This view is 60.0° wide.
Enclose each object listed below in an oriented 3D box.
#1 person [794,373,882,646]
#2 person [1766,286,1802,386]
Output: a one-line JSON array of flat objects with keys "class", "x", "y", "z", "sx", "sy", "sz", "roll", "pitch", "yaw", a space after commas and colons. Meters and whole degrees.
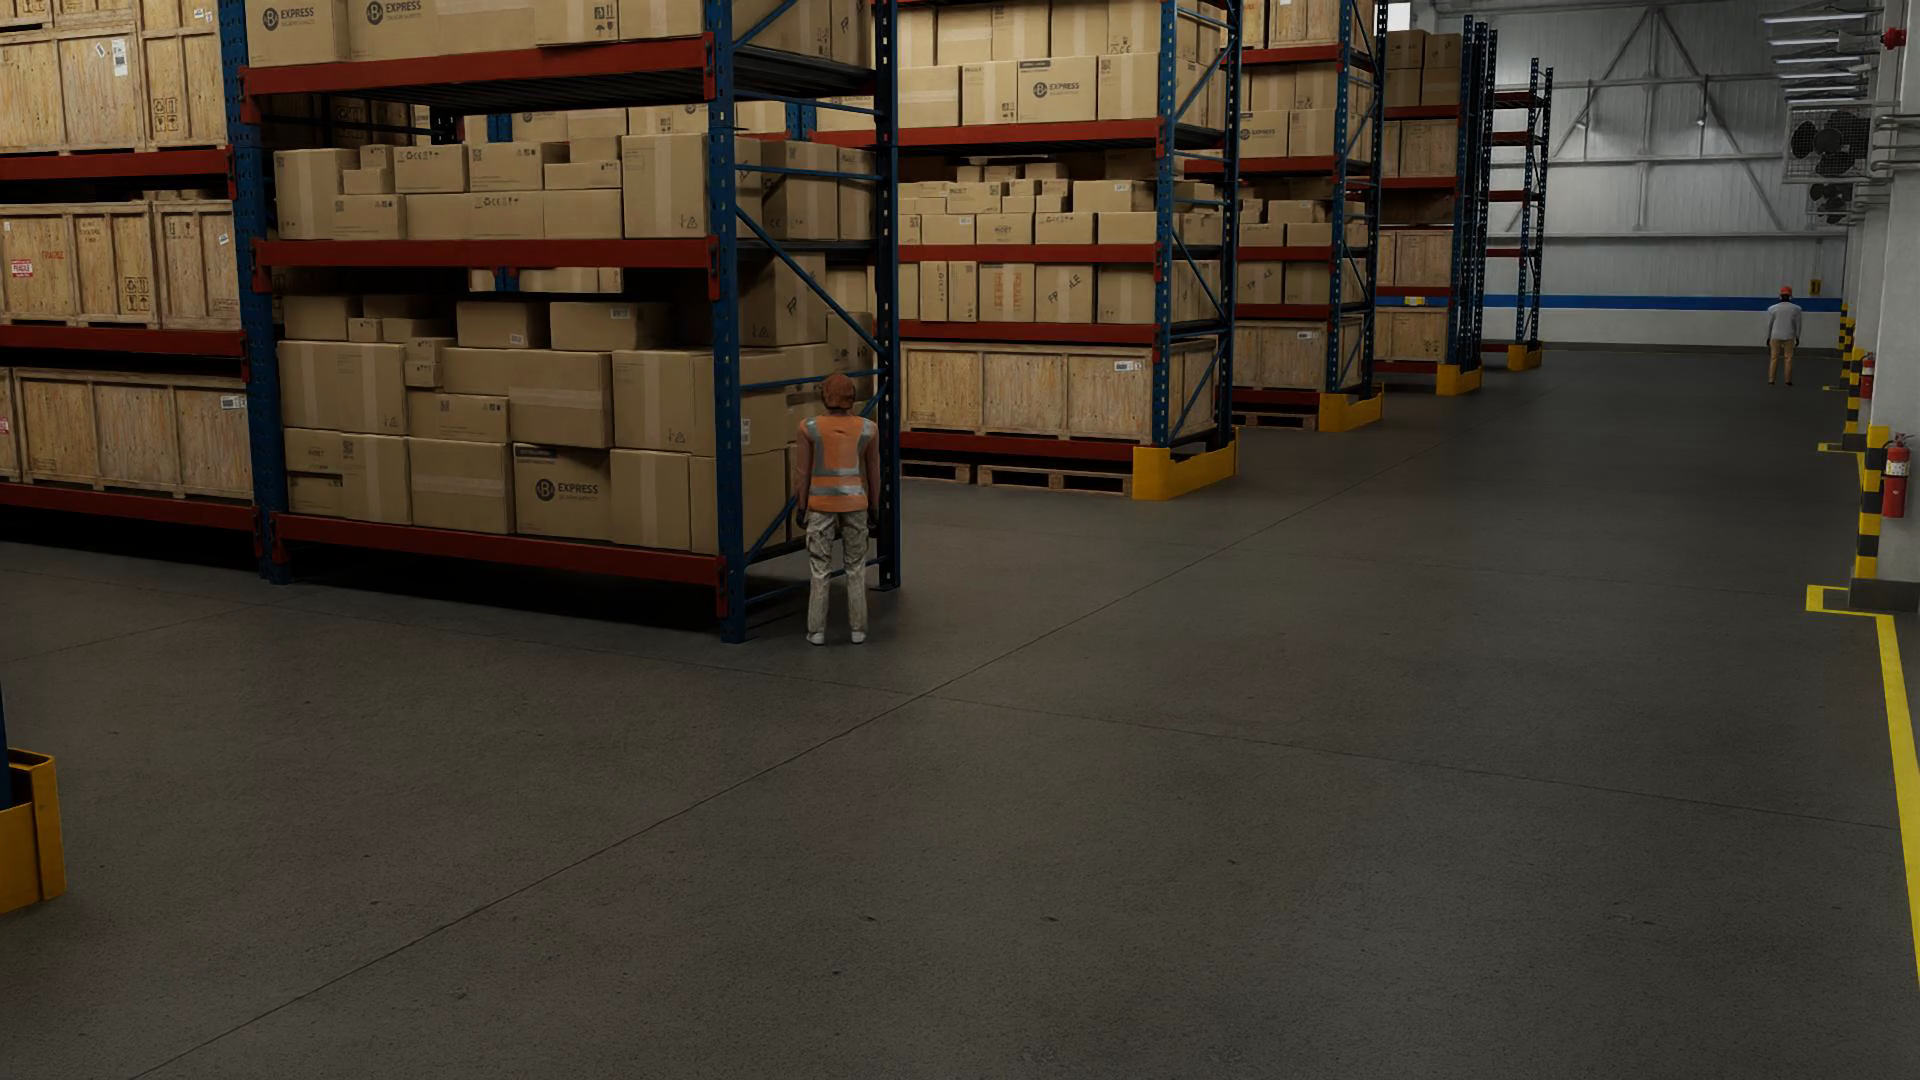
[{"class": "person", "x": -0.722, "y": -0.177, "z": 9.891, "sx": 0.525, "sy": 1.632, "sz": 0.312, "roll": -3, "pitch": 10, "yaw": -14}, {"class": "person", "x": 14.486, "y": -3.587, "z": 29.258, "sx": 0.563, "sy": 1.755, "sz": 0.320, "roll": 5, "pitch": 11, "yaw": 28}]
